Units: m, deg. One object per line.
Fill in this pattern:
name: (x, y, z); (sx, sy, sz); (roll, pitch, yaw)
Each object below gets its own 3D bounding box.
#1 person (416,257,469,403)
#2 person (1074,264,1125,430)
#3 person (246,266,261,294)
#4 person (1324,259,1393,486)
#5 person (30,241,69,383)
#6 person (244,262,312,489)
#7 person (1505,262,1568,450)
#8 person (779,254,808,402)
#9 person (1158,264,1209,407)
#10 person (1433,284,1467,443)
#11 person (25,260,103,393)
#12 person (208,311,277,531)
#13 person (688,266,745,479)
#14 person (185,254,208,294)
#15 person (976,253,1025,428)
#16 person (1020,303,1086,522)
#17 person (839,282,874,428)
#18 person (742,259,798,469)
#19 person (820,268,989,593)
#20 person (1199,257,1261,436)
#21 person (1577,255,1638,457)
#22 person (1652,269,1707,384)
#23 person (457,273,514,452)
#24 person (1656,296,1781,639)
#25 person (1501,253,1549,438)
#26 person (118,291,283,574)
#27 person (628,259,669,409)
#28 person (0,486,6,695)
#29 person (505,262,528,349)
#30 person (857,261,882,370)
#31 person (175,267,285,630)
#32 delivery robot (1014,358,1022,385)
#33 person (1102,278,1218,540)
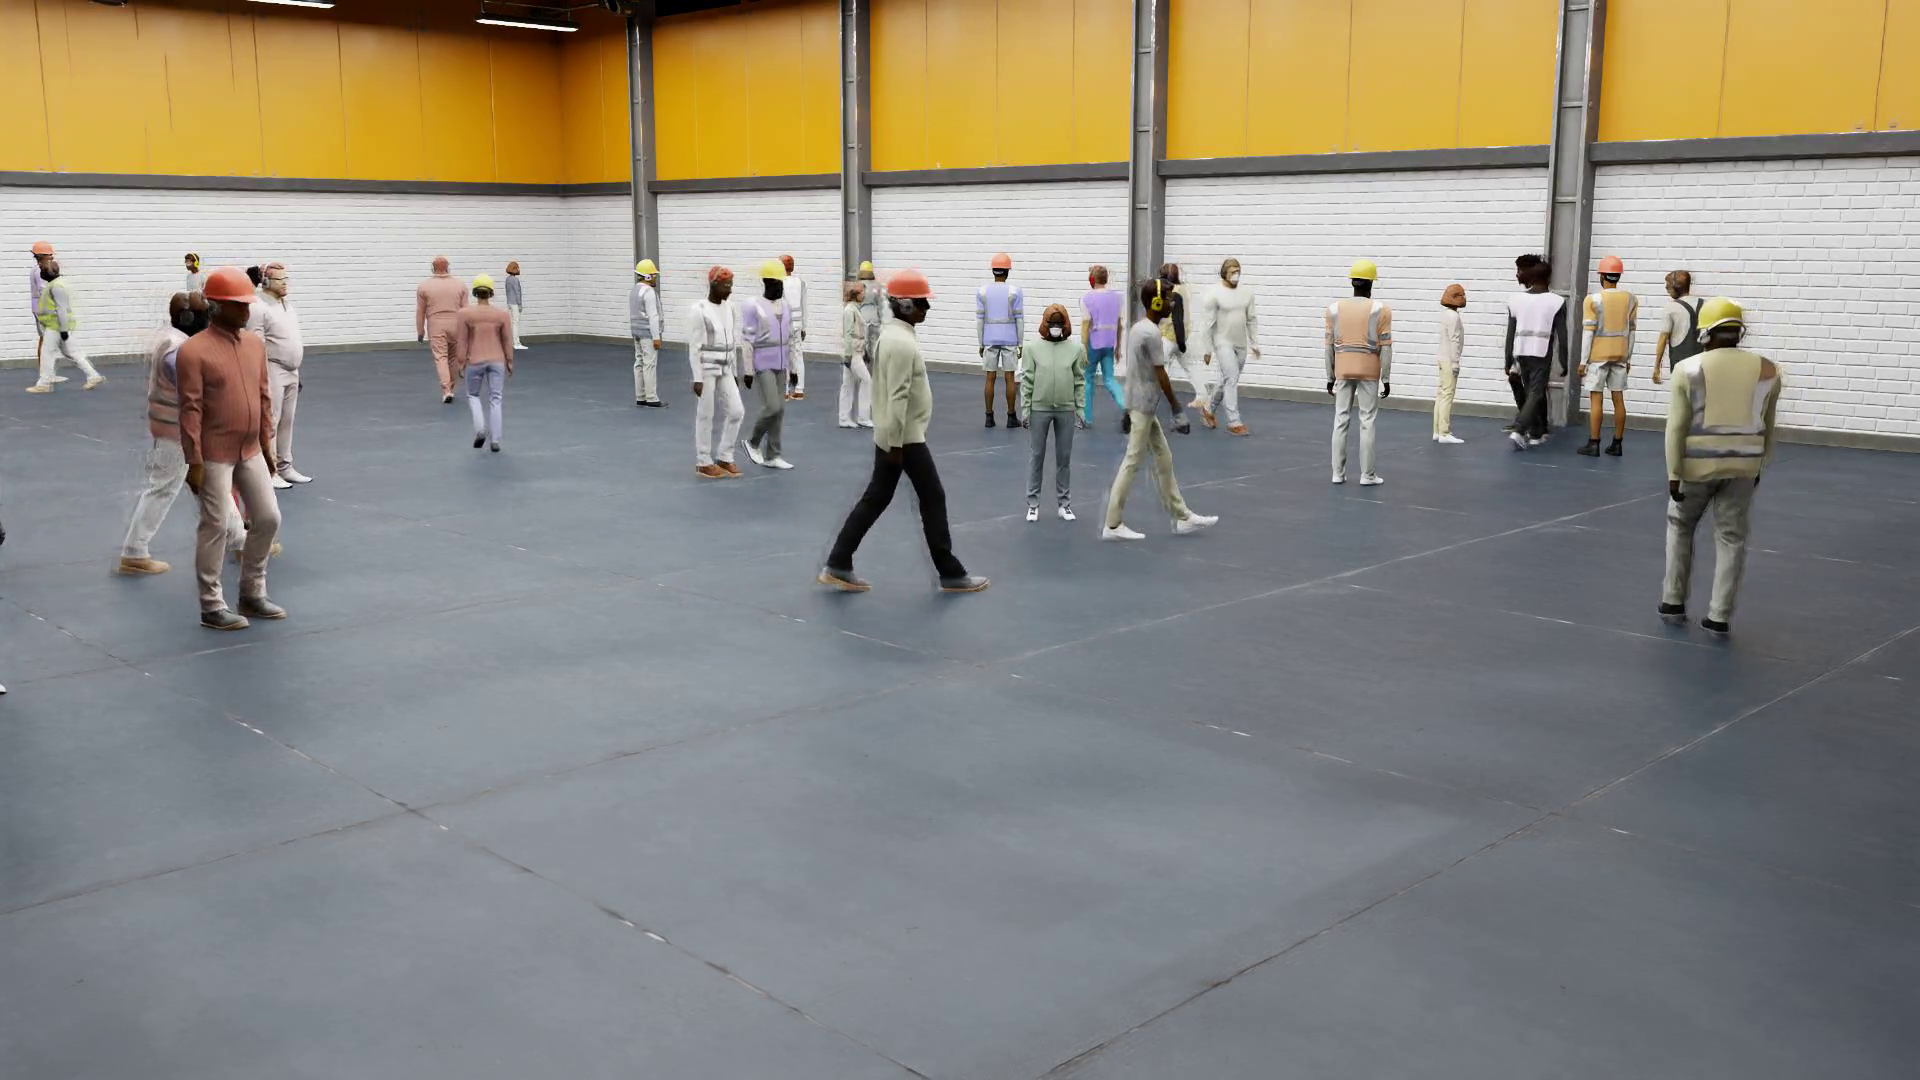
person: (-6.648, -2.707, 21.420); (0.656, 1.867, 1.006); (-5, 12, -26)
person: (1.570, -2.100, 18.216); (0.572, 1.822, 0.795); (-7, 12, -33)
person: (-10.458, -3.203, 24.561); (0.509, 1.684, 0.541); (-5, 11, -25)
person: (3.397, -1.419, 14.191); (0.588, 1.927, 0.370); (6, 12, 31)
person: (-13.229, -3.295, 24.103); (0.397, 2.044, 0.609); (-7, 13, -34)
person: (-5.782, -1.399, 14.139); (0.400, 1.907, 0.644); (1, 10, 6)
person: (5.770, -1.850, 16.710); (0.603, 1.877, 0.982); (9, 14, 42)
person: (-2.221, -2.723, 21.422); (0.575, 1.884, 0.355); (-9, 13, -39)
person: (2.652, -2.514, 20.562); (1.005, 1.790, 0.622); (3, 11, 15)
person: (5.073, -1.822, 17.180); (0.278, 1.636, 0.505); (1, 10, 4)
person: (-12.299, -2.925, 22.752); (0.931, 1.806, 0.637); (-6, 12, -29)
person: (-5.010, -0.838, 11.476); (0.552, 1.750, 0.365); (-2, 11, -12)
person: (-2.114, -1.448, 14.510); (0.571, 1.861, 0.628); (7, 12, 32)
person: (-12.426, -3.709, 26.963); (0.527, 1.823, 0.934); (8, 13, 38)
person: (0.453, -2.207, 18.459); (0.544, 1.939, 0.354); (2, 11, 13)
person: (0.698, -0.952, 12.446); (0.498, 1.633, 0.283); (-1, 10, -7)
person: (-1.084, -2.031, 18.345); (0.606, 1.615, 0.539); (0, 10, 2)
person: (-1.706, -1.585, 15.146); (0.419, 1.910, 0.598); (7, 13, 34)
person: (-0.375, -0.633, 9.866); (1.009, 1.950, 0.630); (-2, 11, -10)
person: (2.872, -2.105, 18.006); (0.631, 1.911, 0.947); (-6, 12, -30)
person: (6.242, -1.772, 16.087); (0.545, 1.939, 0.374); (-1, 10, -6)
person: (6.861, -1.640, 15.707); (0.523, 1.806, 0.514); (-3, 11, -17)
person: (-4.692, -1.752, 16.467); (0.549, 1.754, 0.462); (-4, 11, -21)
person: (4.065, -0.402, 8.986); (0.585, 1.799, 0.712); (2, 11, 9)
person: (6.001, -2.051, 17.605); (0.633, 1.939, 0.640); (3, 11, 14)
person: (-4.926, -0.680, 10.571); (0.976, 1.787, 0.653); (-4, 11, -22)
person: (-3.851, -2.533, 20.520); (0.404, 1.835, 0.587); (-7, 13, -35)
person: (-4.648, -0.066, 7.595); (0.315, 1.640, 0.515); (10, 14, 42)
person: (-8.359, -4.398, 31.235); (0.286, 1.635, 0.497); (-8, 13, -39)
person: (-1.404, -3.324, 25.080); (0.493, 1.743, 0.313); (-6, 12, -30)
person: (-3.925, -0.478, 8.990); (0.493, 1.967, 0.625); (3, 11, 18)
delivery robot: (0.906, -2.293, 22.448); (0.477, 0.478, 0.707); (0, 10, -1)
person: (1.420, -0.896, 11.604); (0.919, 1.828, 0.501); (0, 10, -1)
